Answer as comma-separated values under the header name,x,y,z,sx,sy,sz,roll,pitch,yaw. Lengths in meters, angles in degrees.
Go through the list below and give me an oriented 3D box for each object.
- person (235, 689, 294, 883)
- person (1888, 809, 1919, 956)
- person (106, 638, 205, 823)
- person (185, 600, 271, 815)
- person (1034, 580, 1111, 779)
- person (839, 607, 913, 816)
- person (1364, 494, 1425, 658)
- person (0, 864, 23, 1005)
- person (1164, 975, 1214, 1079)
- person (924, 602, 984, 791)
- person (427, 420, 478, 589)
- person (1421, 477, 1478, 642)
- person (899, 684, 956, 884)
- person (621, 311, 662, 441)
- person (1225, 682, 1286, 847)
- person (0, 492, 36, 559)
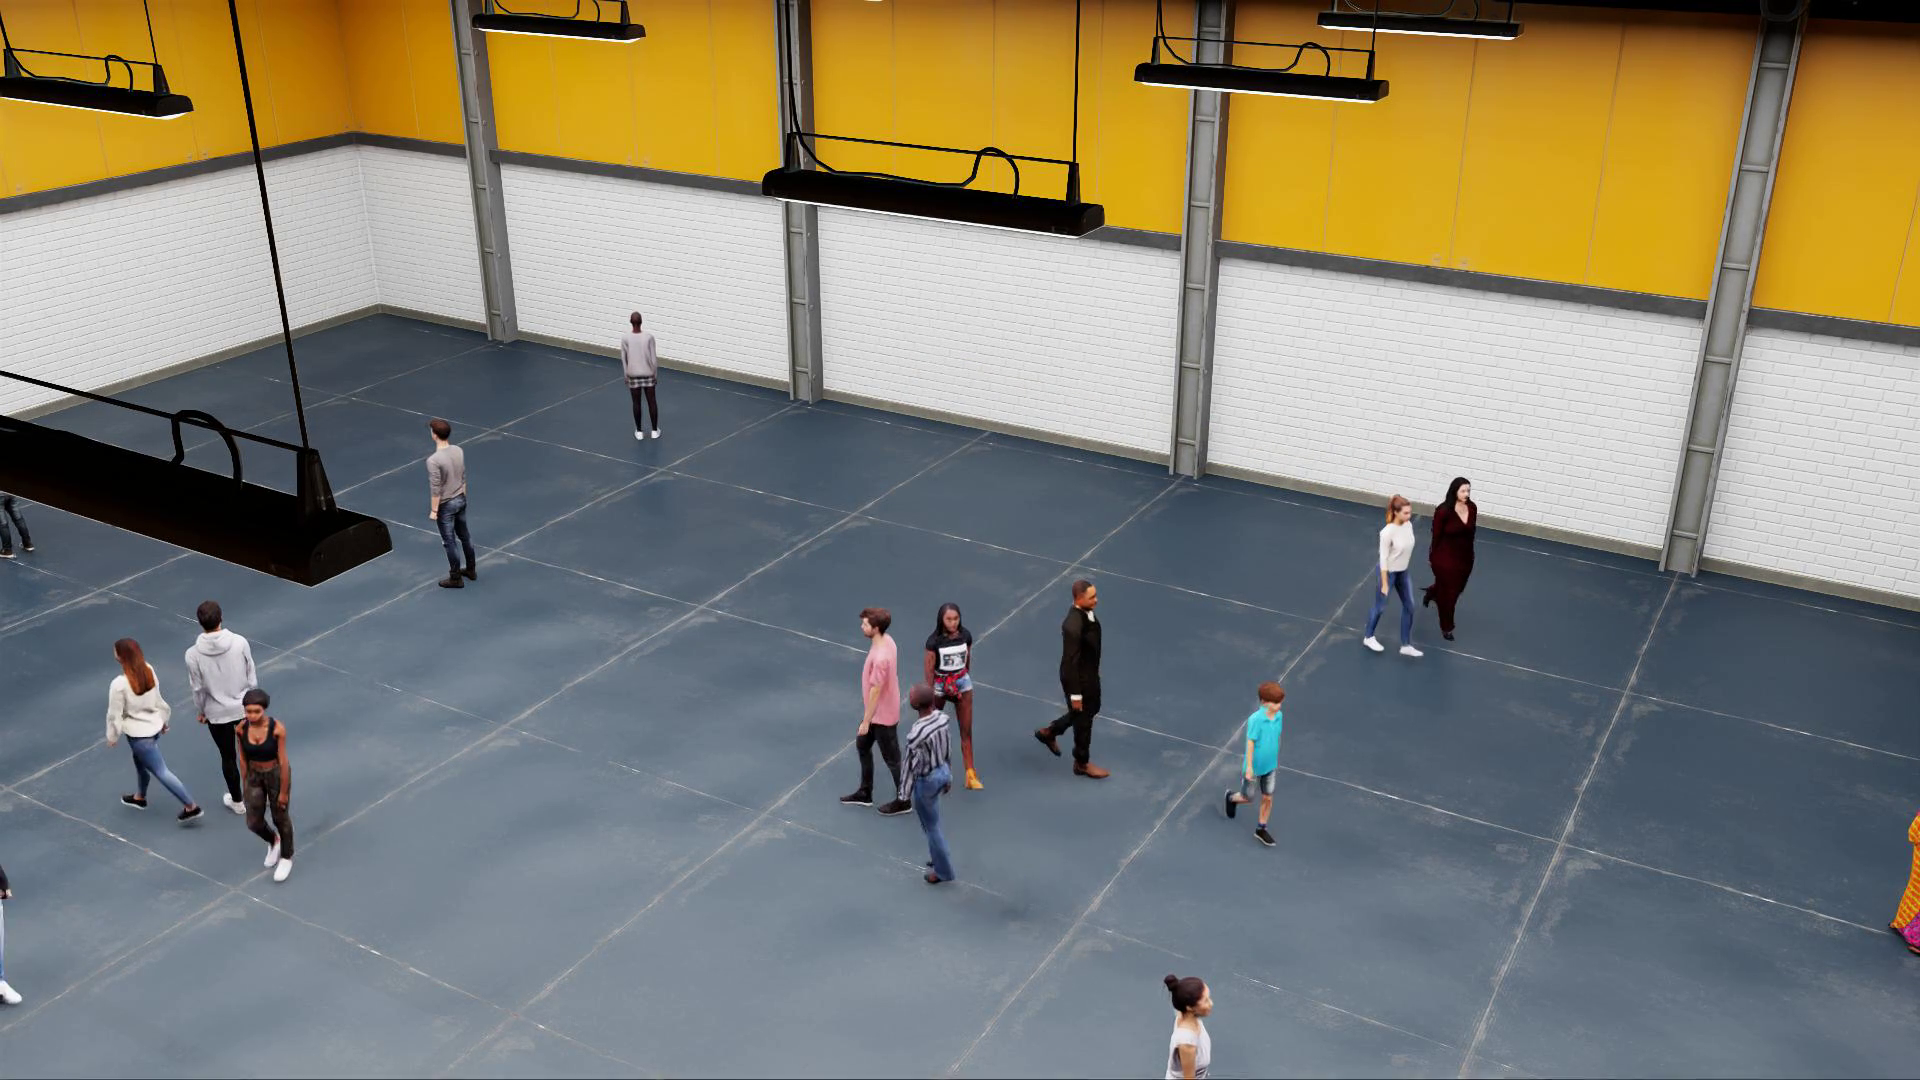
name,x,y,z,sx,sy,sz,roll,pitch,yaw
person,-5.428,1.883,13.180,0.720,1.687,0.778,1,24,2
person,7.266,2.279,12.278,0.804,1.683,0.766,0,24,0
person,-6.711,1.624,13.808,1.176,1.657,0.827,6,24,14
person,-6.136,1.400,13.982,0.764,1.929,0.749,-16,28,-31
person,0.976,1.196,14.497,1.034,1.890,0.866,6,24,13
person,-0.547,1.444,13.867,0.987,1.939,0.881,-1,24,-3
person,4.271,0.336,16.703,0.848,1.700,0.983,-16,28,-32
person,-6.979,2.571,11.681,0.667,1.626,0.700,8,25,18
person,1.357,3.306,10.017,0.655,1.613,0.645,3,24,7
person,-0.140,1.297,14.531,1.078,1.679,1.204,-9,25,-19
person,-5.551,-0.401,18.134,0.603,1.904,0.694,11,26,23
person,4.986,0.148,17.081,0.966,1.741,1.063,-9,25,-20
person,-0.156,1.947,12.918,0.639,1.779,0.631,13,27,27
person,-4.311,-2.227,22.476,0.670,1.771,0.752,-4,24,-8
person,2.433,1.795,13.695,0.788,1.435,0.904,-11,26,-23
person,-10.901,-0.511,18.936,0.553,1.463,0.587,13,27,27
